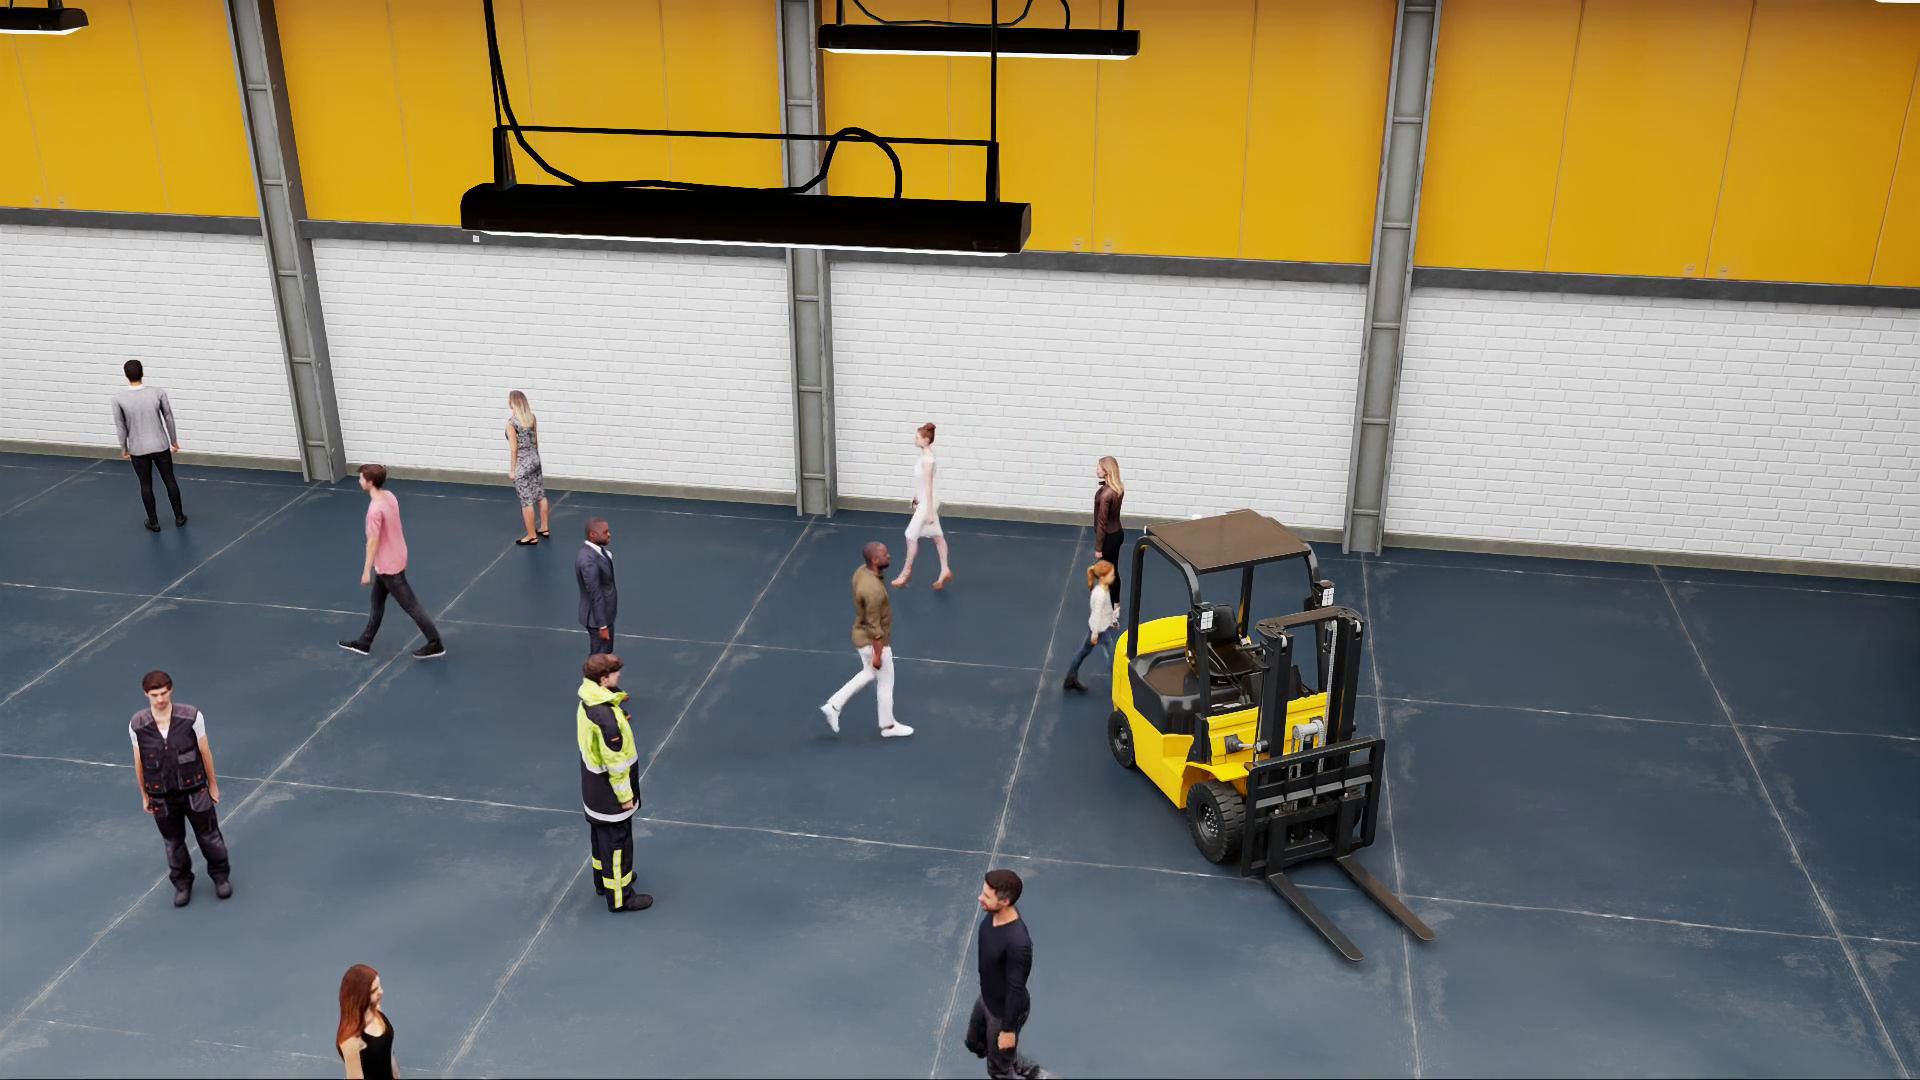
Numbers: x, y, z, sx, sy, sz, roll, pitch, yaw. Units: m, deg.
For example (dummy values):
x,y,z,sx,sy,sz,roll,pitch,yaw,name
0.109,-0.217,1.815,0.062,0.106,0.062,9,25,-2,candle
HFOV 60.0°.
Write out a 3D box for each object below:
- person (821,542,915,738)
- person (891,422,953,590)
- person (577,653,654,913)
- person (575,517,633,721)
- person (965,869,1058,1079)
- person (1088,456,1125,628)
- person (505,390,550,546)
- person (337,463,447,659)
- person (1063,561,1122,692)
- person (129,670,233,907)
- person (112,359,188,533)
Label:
x,y,z,sx,sy,sz,roll,pitch,yaw,name
-0.800,0.852,13.831,1.135,1.803,0.970,-6,24,-12,person
-0.223,-0.312,16.529,0.895,1.773,0.695,0,24,-1,person
-2.476,1.684,11.706,0.888,1.979,0.868,-12,26,-25,person
-3.097,0.651,14.262,0.746,1.825,0.775,-5,24,-10,person
0.324,2.673,9.597,0.972,1.858,0.859,-7,25,-15,person
1.435,-0.001,15.906,0.592,1.702,0.641,10,26,23,person
-4.601,-0.775,17.674,0.608,1.704,0.628,13,27,28,person
-5.071,0.246,15.091,1.276,1.904,0.887,-2,24,-6,person
1.153,0.787,14.636,0.943,1.277,0.532,2,24,3,person
-5.517,1.741,11.746,0.700,1.843,0.809,-8,25,-18,person
-8.767,-1.029,17.982,0.819,1.923,0.892,-14,27,-29,person
